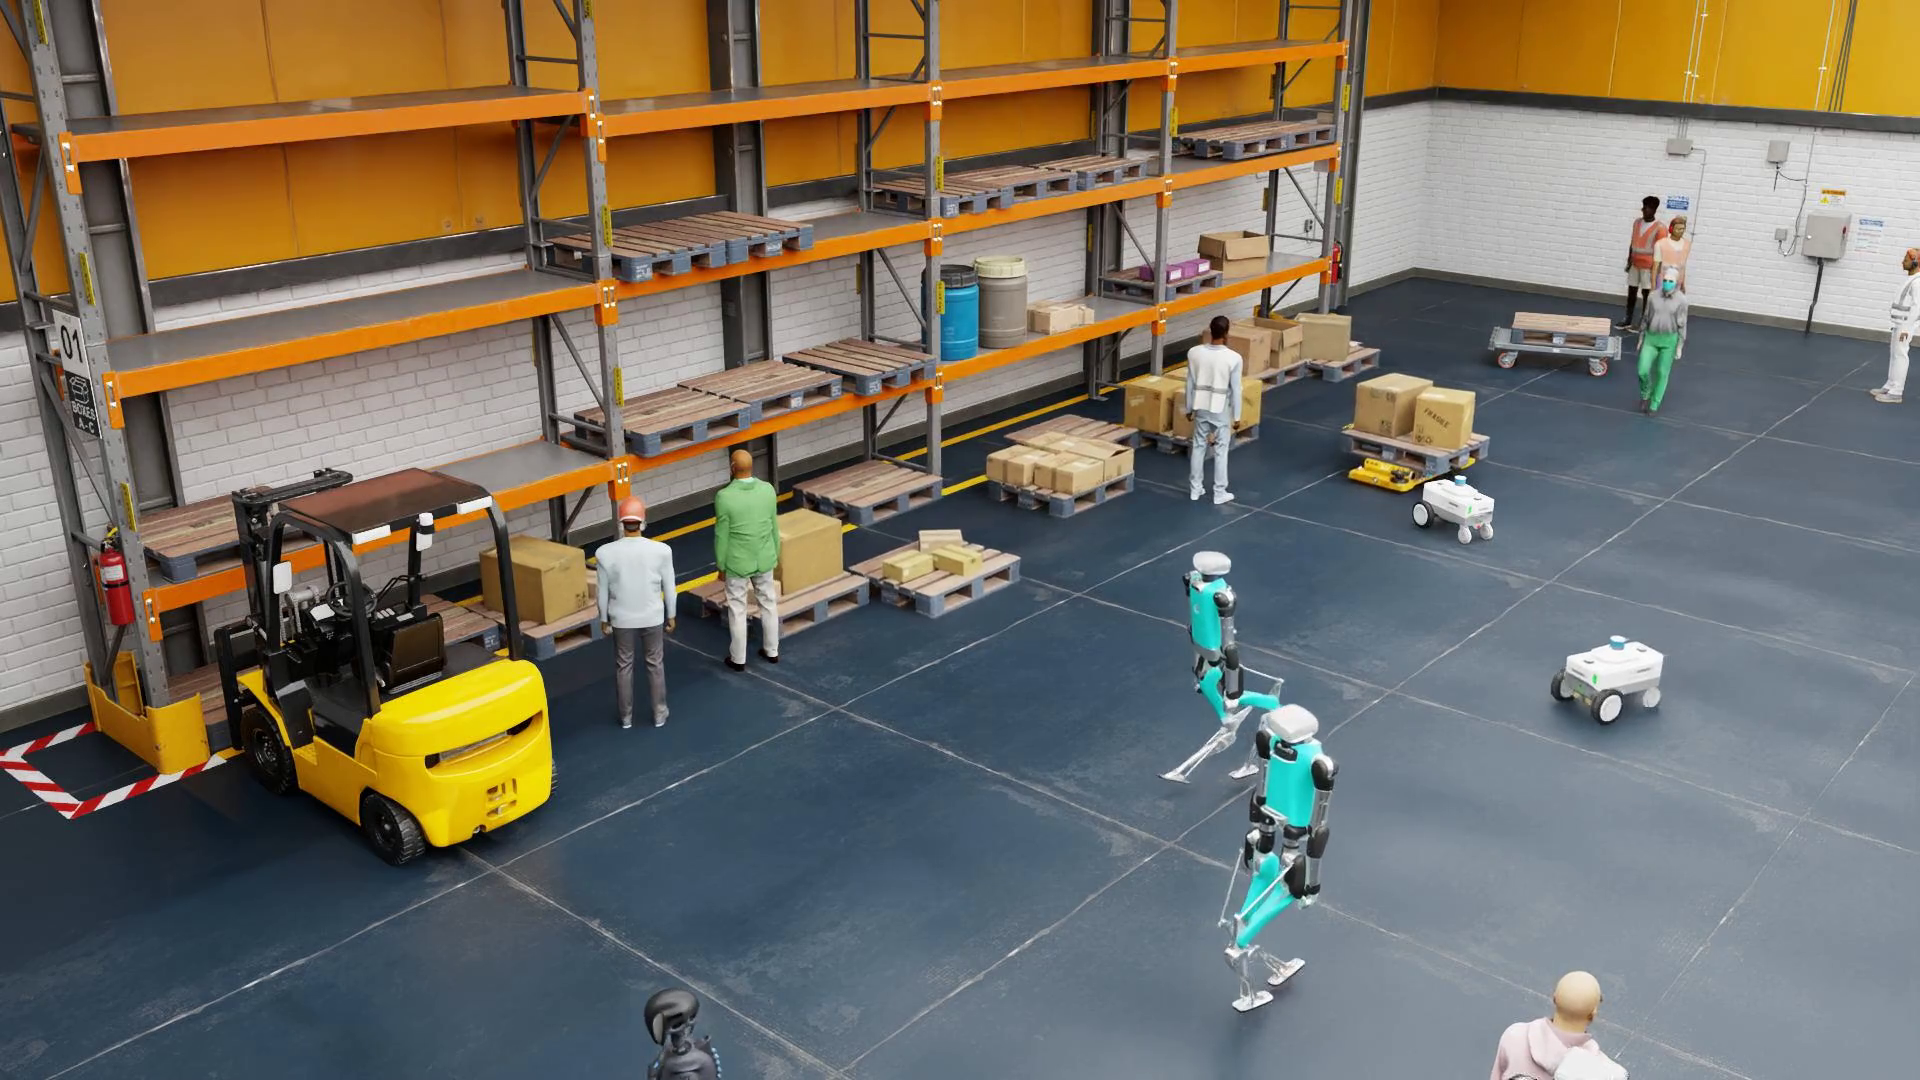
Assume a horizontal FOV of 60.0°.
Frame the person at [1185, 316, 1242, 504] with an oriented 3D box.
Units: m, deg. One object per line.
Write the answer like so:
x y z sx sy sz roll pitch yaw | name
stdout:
2.533 -1.303 16.720 0.605 1.909 0.401 13 24 31 | person

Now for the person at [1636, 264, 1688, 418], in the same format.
8.278 -2.343 19.642 0.541 1.828 0.423 11 23 28 | person

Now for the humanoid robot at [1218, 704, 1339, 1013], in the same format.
1.574 1.742 8.691 0.859 1.773 0.543 -12 23 -30 | humanoid robot

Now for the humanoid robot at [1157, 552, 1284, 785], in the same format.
1.807 0.884 11.030 0.997 1.732 0.548 -8 22 -21 | humanoid robot

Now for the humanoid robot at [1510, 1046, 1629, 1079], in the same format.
2.087 2.755 6.014 0.577 1.787 0.882 11 23 27 | humanoid robot

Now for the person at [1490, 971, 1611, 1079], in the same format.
2.319 2.502 6.606 0.537 1.773 0.413 14 25 33 | person

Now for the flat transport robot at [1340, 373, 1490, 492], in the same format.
4.838 -0.819 17.771 1.431 0.231 0.659 -18 27 -40 | flat transport robot

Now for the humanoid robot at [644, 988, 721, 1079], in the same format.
-1.007 2.523 6.676 0.421 1.637 0.606 -7 21 -19 | humanoid robot

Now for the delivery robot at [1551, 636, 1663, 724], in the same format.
4.854 1.005 12.396 0.762 0.582 0.499 -9 22 -22 | delivery robot

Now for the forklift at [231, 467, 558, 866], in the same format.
-3.730 0.710 10.856 2.313 2.155 1.214 17 26 38 | forklift

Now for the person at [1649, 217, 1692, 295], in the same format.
9.666 -3.491 22.738 0.569 1.840 0.374 -7 21 -18 | person

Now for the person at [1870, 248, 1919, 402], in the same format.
11.519 -2.624 20.329 0.346 1.882 0.582 6 21 17 | person

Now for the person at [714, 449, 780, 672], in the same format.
-1.648 0.157 12.954 0.545 1.777 0.385 -12 24 -30 | person

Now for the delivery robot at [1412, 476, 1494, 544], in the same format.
4.779 -0.318 16.022 0.499 0.609 0.813 -9 22 -24 | delivery robot

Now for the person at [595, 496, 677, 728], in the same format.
-2.331 0.523 12.007 0.572 1.742 0.352 -4 21 -10 | person

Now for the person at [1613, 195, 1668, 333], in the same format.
9.786 -3.953 23.818 0.386 1.962 0.606 -9 22 -22 | person
